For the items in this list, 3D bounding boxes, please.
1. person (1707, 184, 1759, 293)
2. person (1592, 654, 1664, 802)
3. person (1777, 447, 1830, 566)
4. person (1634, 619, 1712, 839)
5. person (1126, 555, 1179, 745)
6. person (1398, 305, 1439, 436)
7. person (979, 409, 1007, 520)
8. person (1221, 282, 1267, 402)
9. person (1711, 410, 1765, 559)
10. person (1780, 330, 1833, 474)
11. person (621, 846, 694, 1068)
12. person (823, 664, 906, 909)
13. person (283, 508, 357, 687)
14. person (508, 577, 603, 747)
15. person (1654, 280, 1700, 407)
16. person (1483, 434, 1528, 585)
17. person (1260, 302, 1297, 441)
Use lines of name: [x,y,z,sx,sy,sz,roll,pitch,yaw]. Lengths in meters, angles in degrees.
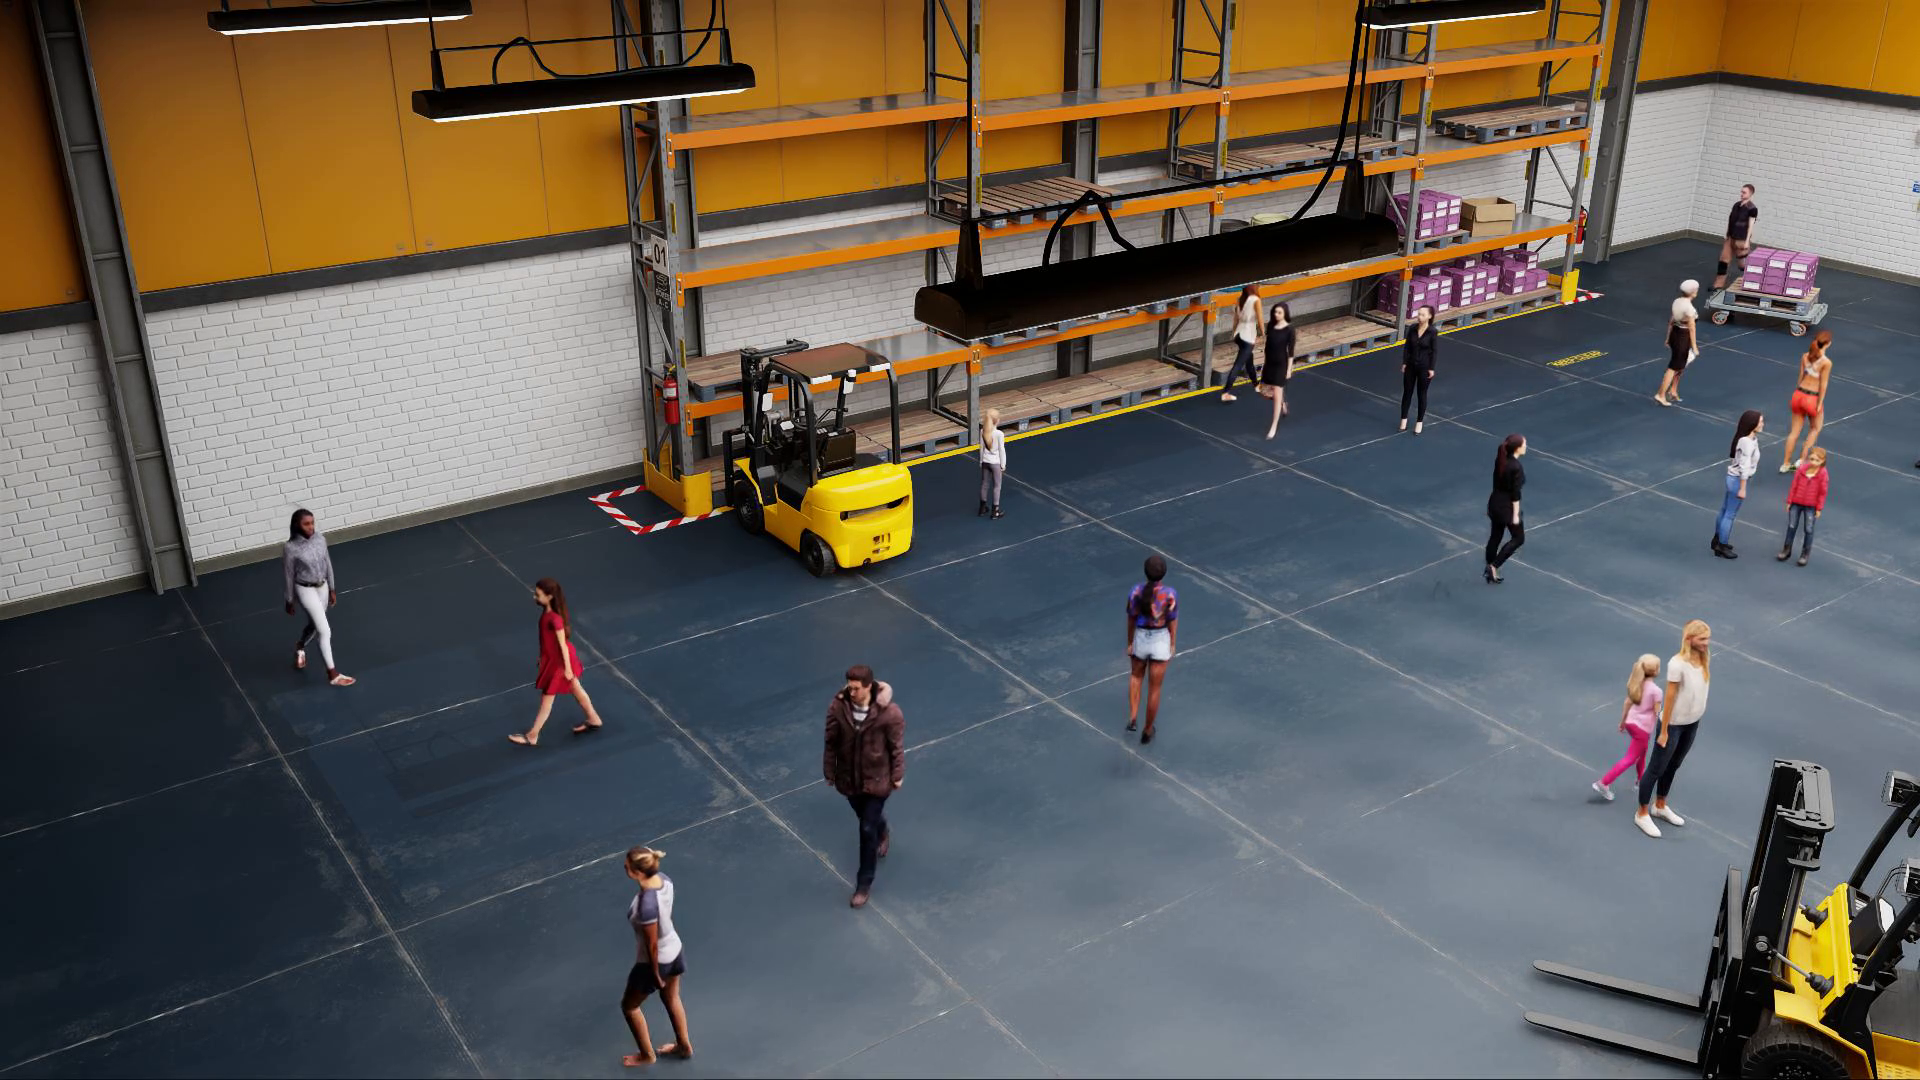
person: [13.001,-4.981,27.584,1.209,1.813,0.908,-7,25,-16]
person: [5.427,1.521,13.405,0.959,1.257,0.665,-6,24,-14]
person: [8.993,-0.383,17.688,0.547,1.313,0.543,20,30,38]
person: [5.564,1.431,12.922,0.429,1.809,0.671,-15,28,-30]
person: [1.601,0.958,14.099,0.720,1.732,0.772,7,25,16]
person: [5.876,-2.185,21.315,0.628,1.711,0.579,17,29,34]
person: [0.360,-0.873,18.859,0.550,1.274,0.566,17,29,34]
person: [3.784,-2.685,22.427,1.113,1.736,0.677,-13,27,-27]
person: [8.322,-0.619,17.830,0.732,1.632,0.642,7,25,16]
person: [10.121,-1.634,19.978,0.646,1.772,0.596,-14,27,-29]
person: [-1.829,2.626,10.442,0.782,1.605,0.722,6,24,13]
person: [-0.666,1.702,12.309,1.164,1.802,1.311,8,25,17]
person: [-5.976,0.499,15.203,0.964,1.689,1.114,16,28,32]
person: [-3.355,1.022,14.229,1.085,1.510,0.676,-11,26,-23]
person: [9.543,-2.617,22.267,0.865,1.740,0.804,2,24,4]
person: [5.513,-0.286,17.045,0.691,1.652,0.689,-7,25,-15]
person: [4.083,-2.175,21.191,0.864,1.793,0.662,-20,31,-38]
